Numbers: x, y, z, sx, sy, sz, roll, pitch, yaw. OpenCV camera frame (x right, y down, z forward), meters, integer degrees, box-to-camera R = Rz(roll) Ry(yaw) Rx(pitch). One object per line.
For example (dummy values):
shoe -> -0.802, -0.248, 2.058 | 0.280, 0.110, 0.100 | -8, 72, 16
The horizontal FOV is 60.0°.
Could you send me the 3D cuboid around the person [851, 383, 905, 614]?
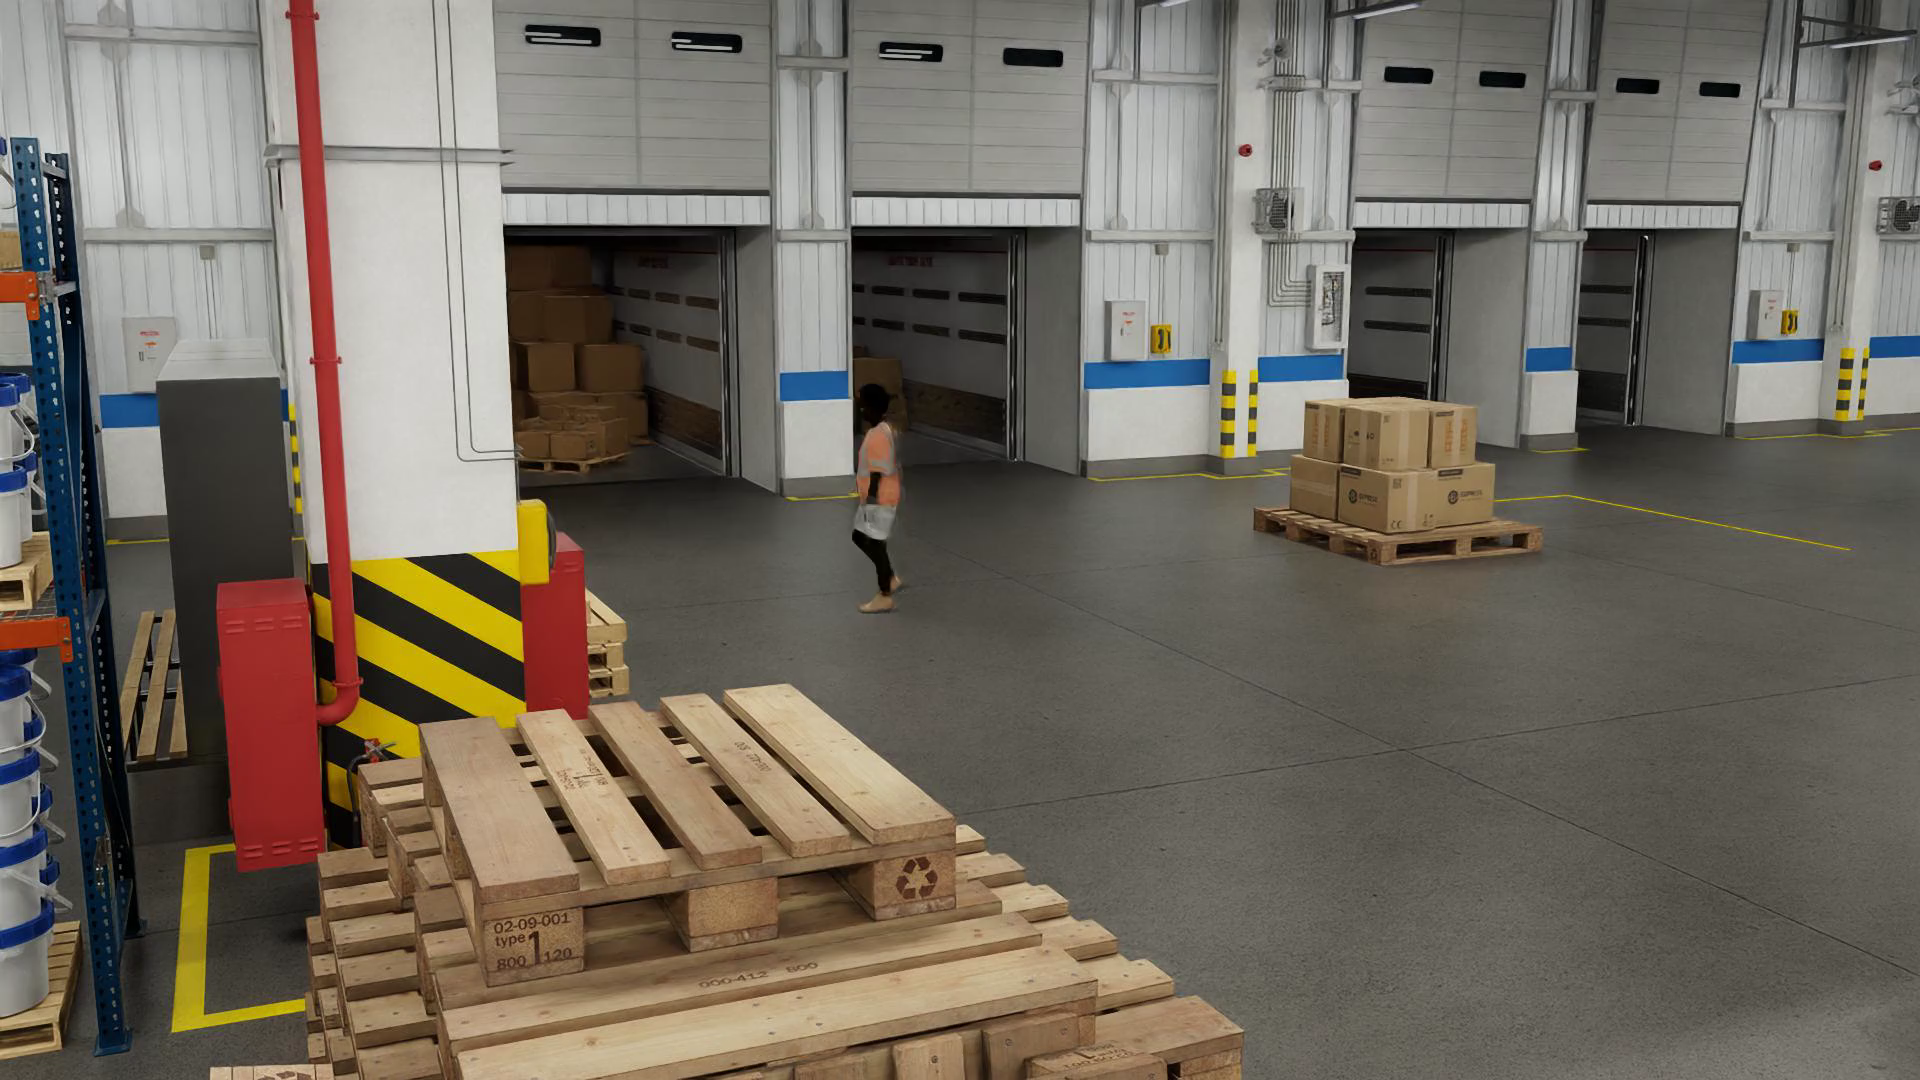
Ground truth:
person -> -0.619, -0.292, 12.096 | 0.363, 1.688, 0.538 | -1, 10, -7
